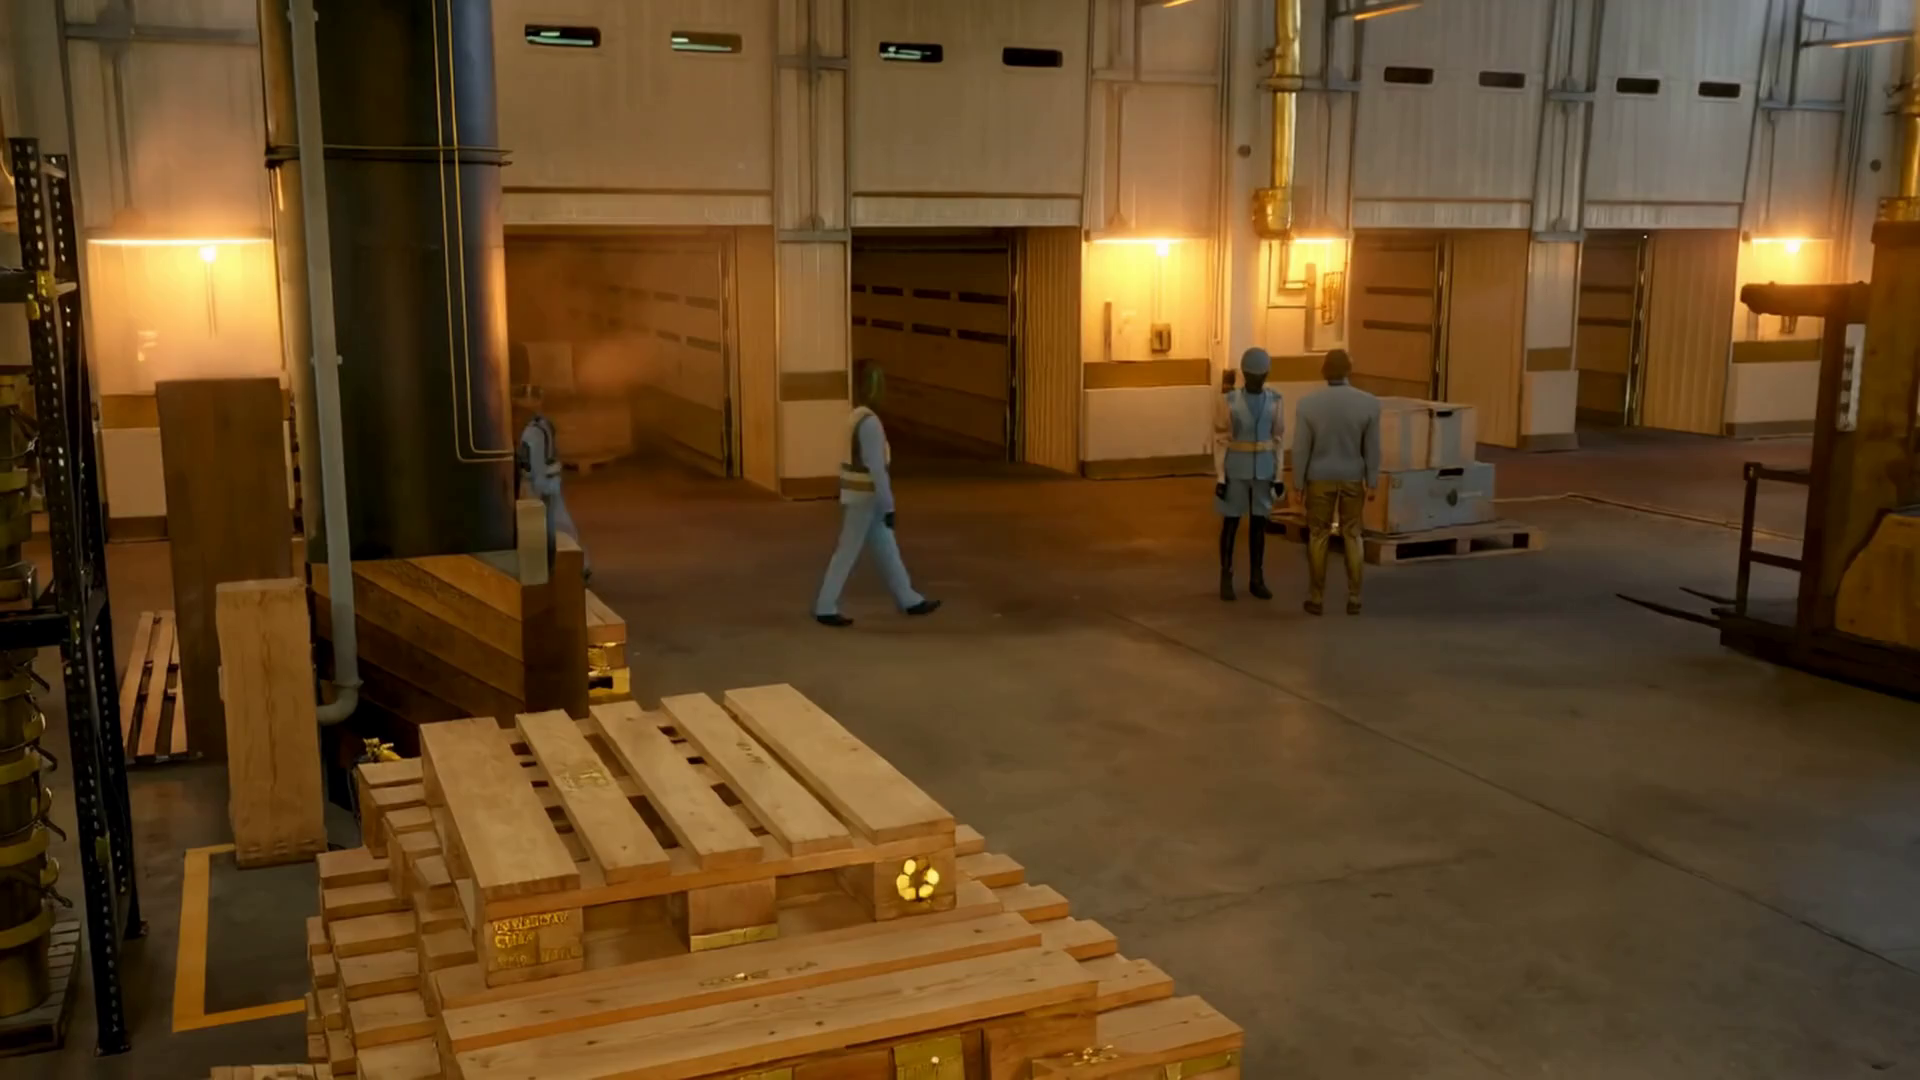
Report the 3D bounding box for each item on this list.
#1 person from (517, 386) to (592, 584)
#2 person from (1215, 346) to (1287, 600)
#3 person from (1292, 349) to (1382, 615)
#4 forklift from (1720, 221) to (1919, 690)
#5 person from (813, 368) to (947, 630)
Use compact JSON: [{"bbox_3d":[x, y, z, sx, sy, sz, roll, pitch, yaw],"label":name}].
[{"bbox_3d":[-3.317,-0.407,12.982,0.885,1.584,0.527,0,10,-3],"label":"person"},{"bbox_3d":[2.199,-0.499,12.556,0.547,1.930,0.382,-1,10,-8],"label":"person"},{"bbox_3d":[2.717,-0.413,12.071,0.629,1.937,0.379,1,10,7],"label":"person"},{"bbox_3d":[5.949,-0.550,10.218,1.129,2.768,1.873,-4,11,-23],"label":"forklift"},{"bbox_3d":[-0.590,-0.277,11.622,0.995,1.822,0.598,-2,10,-9],"label":"person"}]
